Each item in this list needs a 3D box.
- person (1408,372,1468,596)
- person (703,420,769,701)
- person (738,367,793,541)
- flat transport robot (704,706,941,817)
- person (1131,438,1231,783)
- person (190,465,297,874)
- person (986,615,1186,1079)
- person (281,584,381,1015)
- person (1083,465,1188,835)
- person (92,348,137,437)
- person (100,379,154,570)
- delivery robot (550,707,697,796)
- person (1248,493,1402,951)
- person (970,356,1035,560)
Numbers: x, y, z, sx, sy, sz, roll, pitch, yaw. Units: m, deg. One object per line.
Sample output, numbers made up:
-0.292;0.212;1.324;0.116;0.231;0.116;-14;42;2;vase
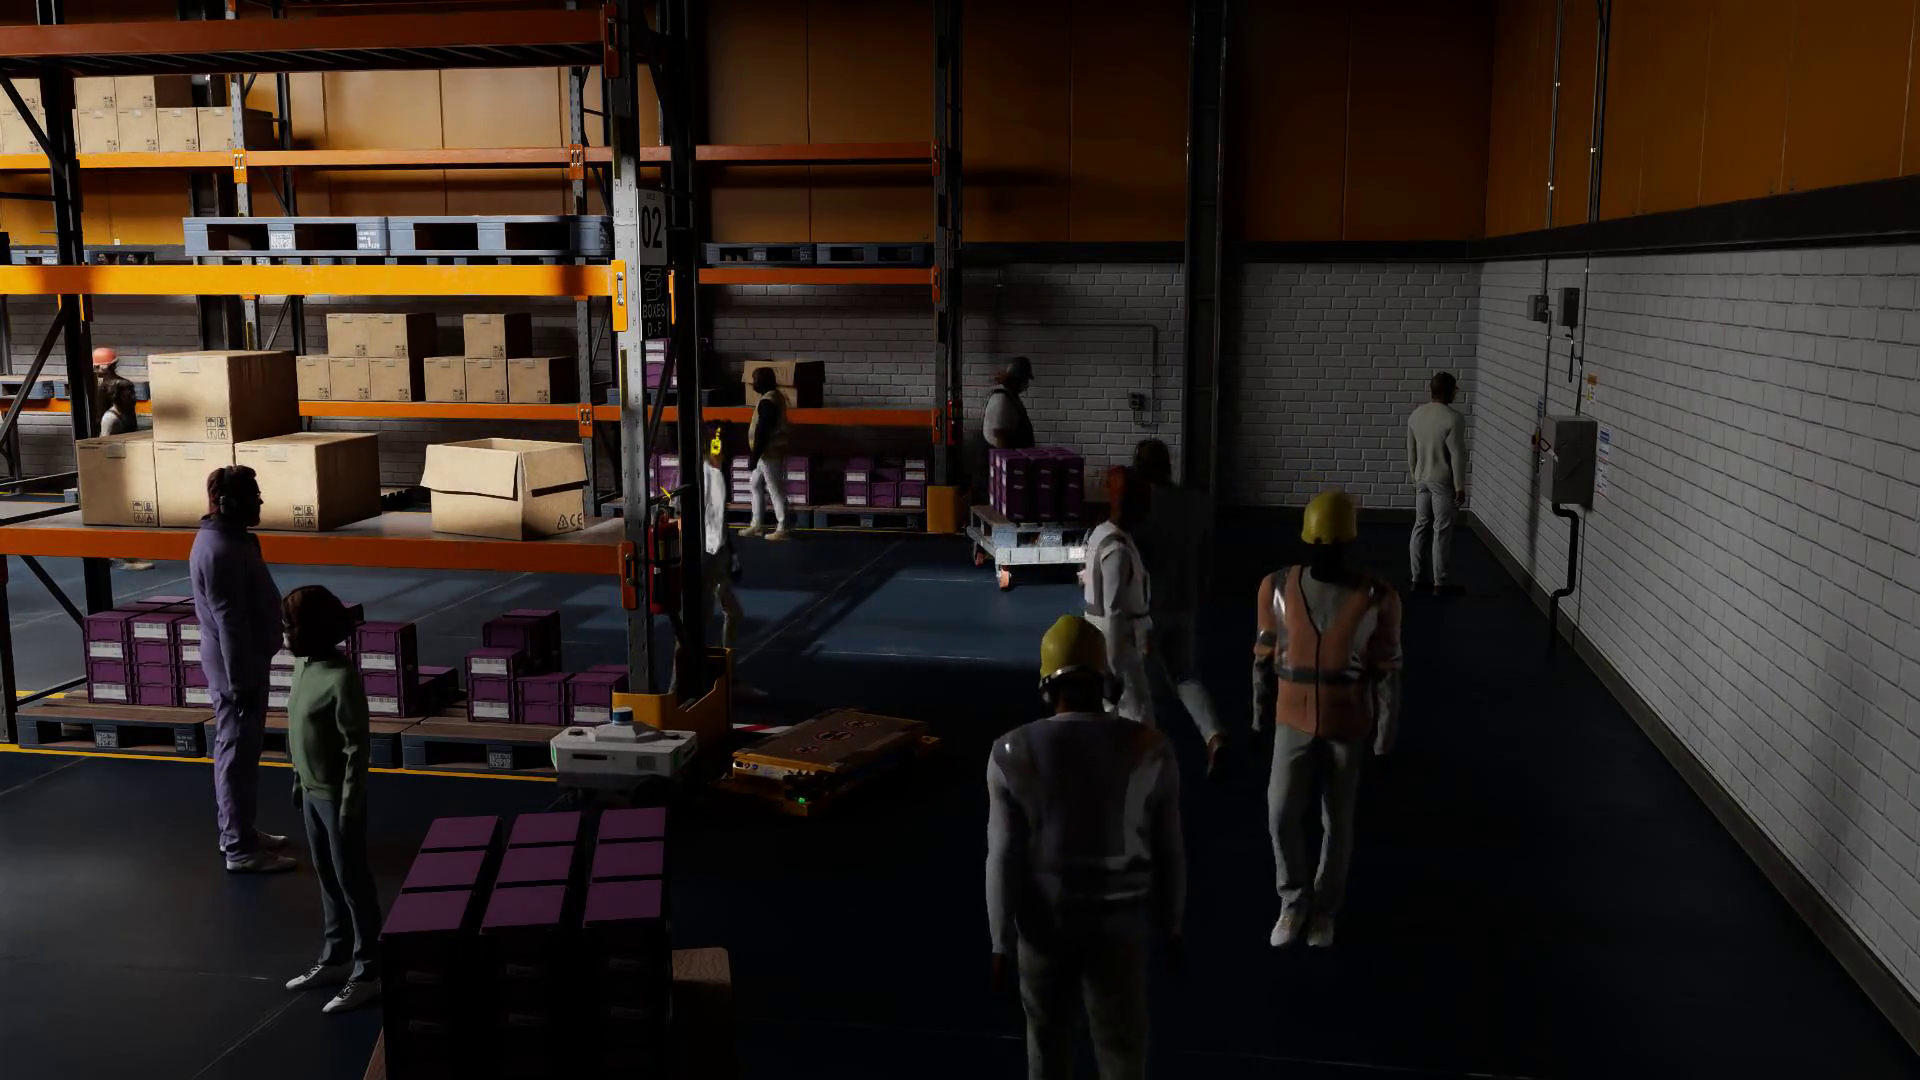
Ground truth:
4.143;-0.486;14.419;0.372;1.940;0.631;-5;11;-29;person
-1.527;0.140;10.835;0.779;1.834;0.537;0;9;1;person
-2.076;-0.884;17.259;0.732;1.816;0.624;0;9;-2;person
-0.725;1.192;9.165;0.652;0.197;1.431;5;10;27;flat transport robot
1.154;0.410;8.950;0.657;1.906;0.715;-5;10;-29;person
-3.354;0.596;7.800;0.406;1.906;0.654;-4;10;-26;person
0.378;1.136;4.909;0.606;1.784;0.953;0;9;0;person
-2.401;0.970;6.322;0.280;1.633;0.498;-9;13;-43;person
0.733;0.553;8.191;0.730;1.864;0.583;0;9;-3;person
-9.168;-1.089;18.010;0.440;1.980;0.664;0;9;2;person
-7.957;-0.605;15.620;0.608;1.811;0.588;-3;10;-16;person
-1.727;1.102;8.551;0.707;0.478;0.477;2;9;9;delivery robot
1.467;0.758;6.771;0.622;1.907;0.534;4;10;21;person
0.425;-0.814;16.135;0.606;2.000;0.722;1;9;9;person
